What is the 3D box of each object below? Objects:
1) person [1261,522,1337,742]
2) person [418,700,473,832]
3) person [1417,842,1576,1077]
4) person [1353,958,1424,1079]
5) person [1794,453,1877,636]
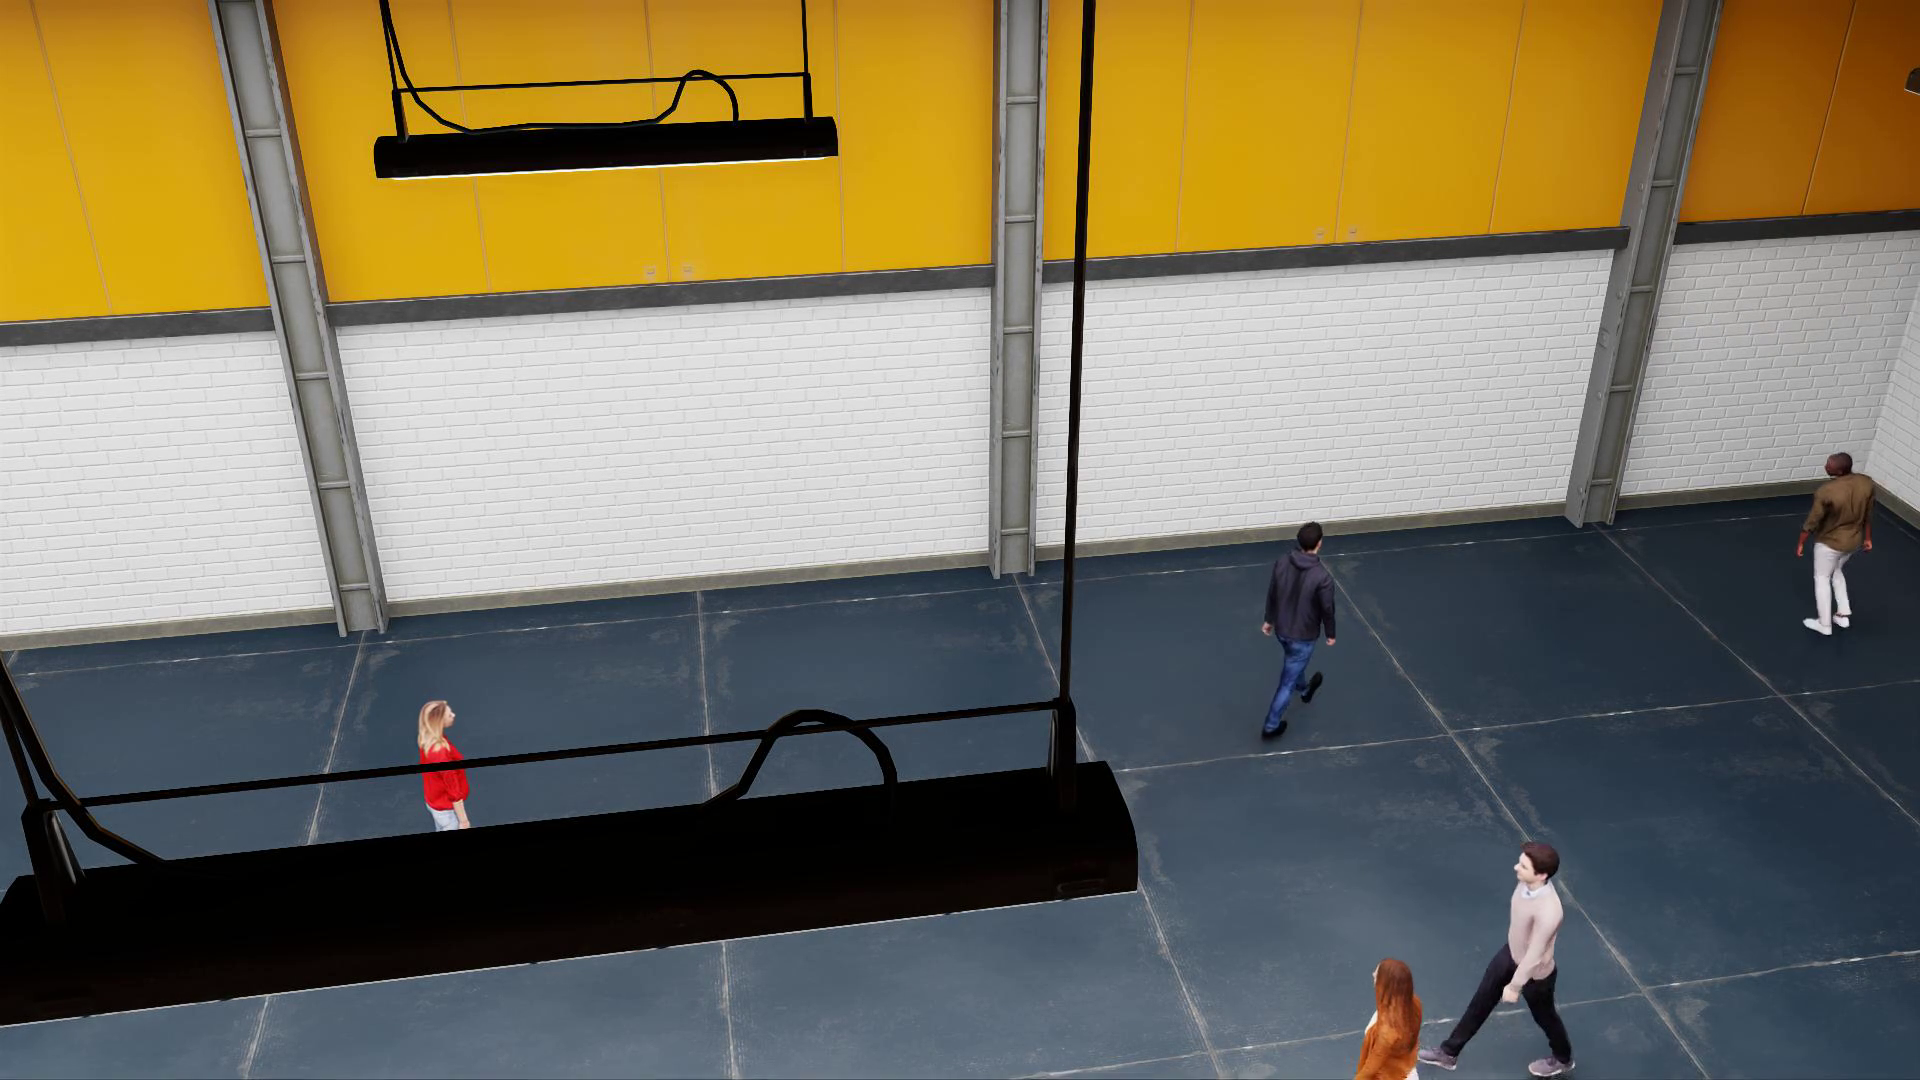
[{"bbox_3d":[2.615,0.780,13.202,1.106,1.845,1.262,26,38,38],"label":"person"},{"bbox_3d":[-3.525,1.828,11.429,0.675,1.703,0.692,-21,35,-33],"label":"person"},{"bbox_3d":[3.486,2.582,9.995,1.260,1.752,0.746,-1,29,-2],"label":"person"},{"bbox_3d":[2.462,3.079,9.172,1.185,1.668,1.044,14,32,24],"label":"person"},{"bbox_3d":[7.739,0.050,14.612,0.544,1.776,0.869,0,29,-1],"label":"person"}]
